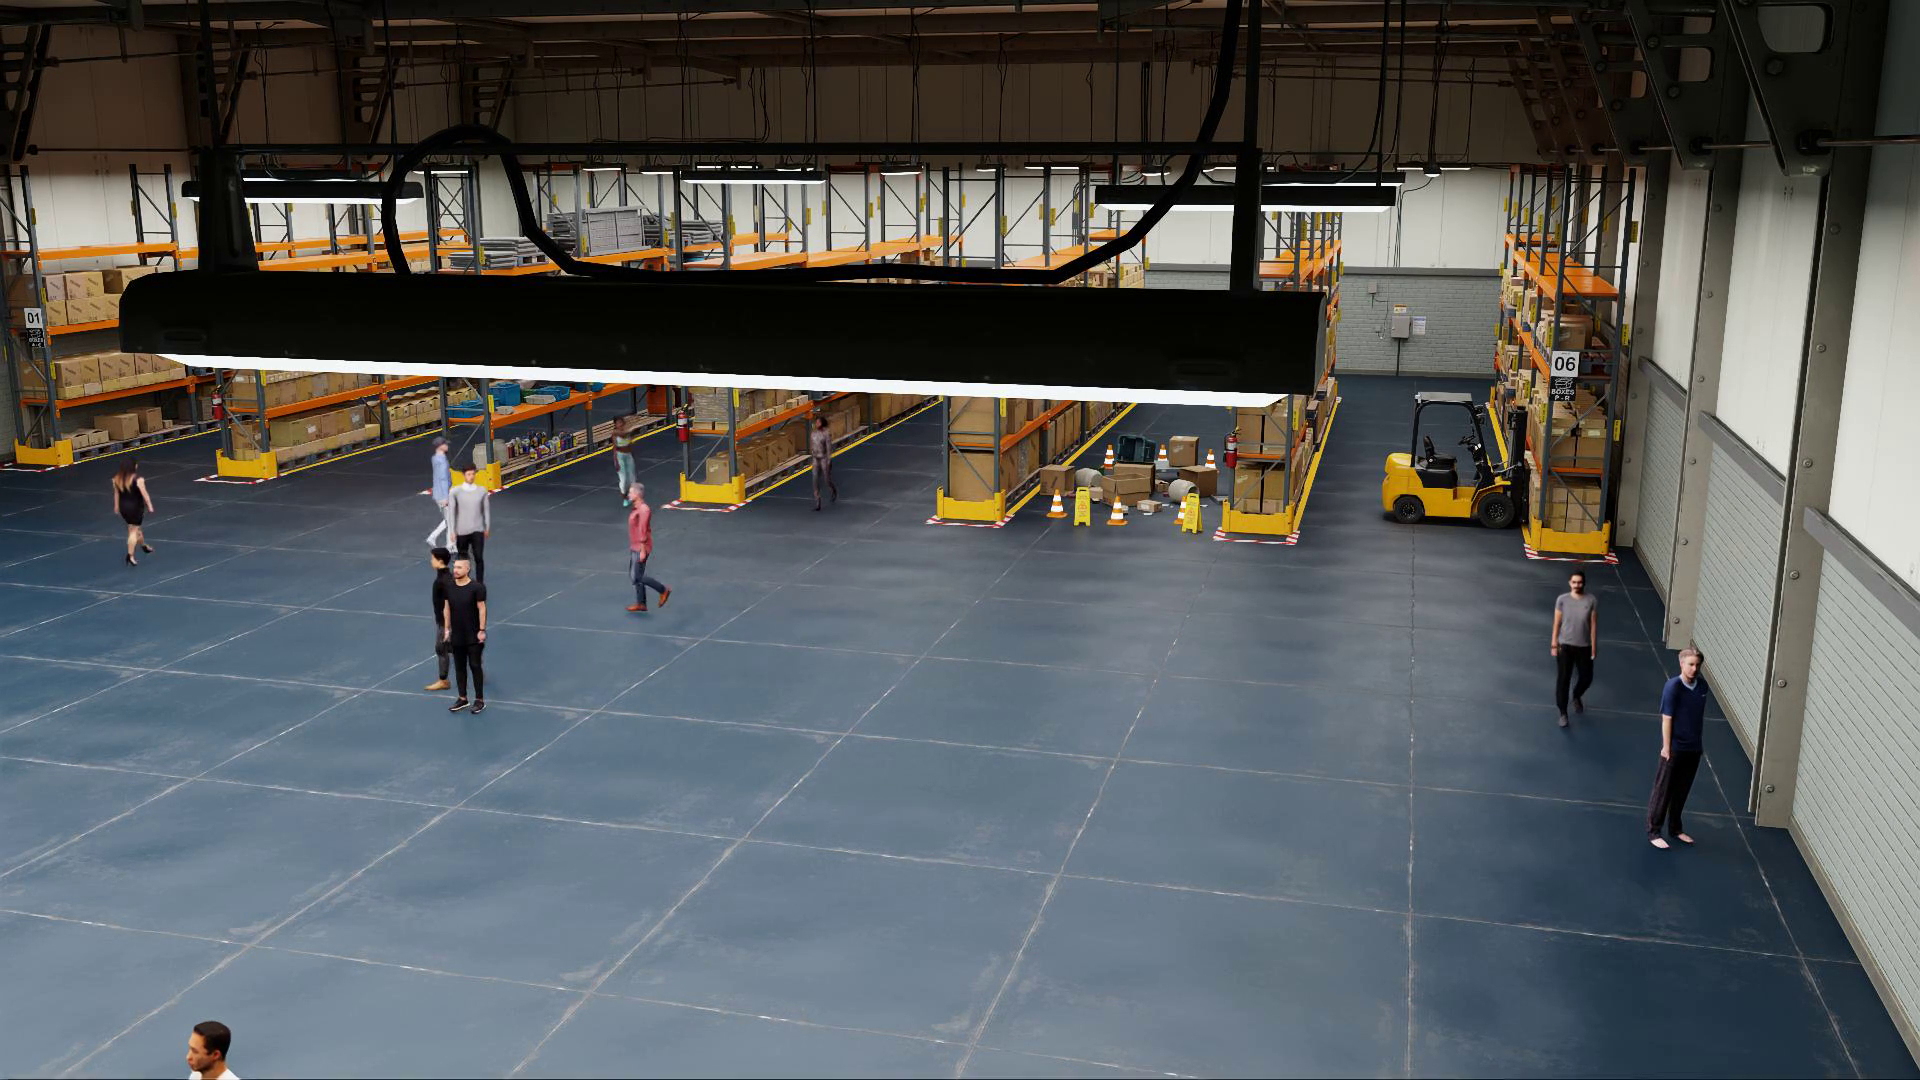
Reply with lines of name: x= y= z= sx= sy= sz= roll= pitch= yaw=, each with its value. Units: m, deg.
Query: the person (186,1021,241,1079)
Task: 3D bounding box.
person: x=-3.894 y=3.381 z=8.844 sx=0.714 sy=1.803 sz=0.676 roll=10 pitch=16 yaw=37

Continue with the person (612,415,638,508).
person: x=-6.009 y=-1.413 z=29.803 sx=0.850 sy=1.688 sz=0.753 roll=10 pitch=17 yaw=38

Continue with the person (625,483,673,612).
person: x=-4.317 y=0.115 z=22.924 sx=0.997 sy=1.814 sz=0.960 roll=-4 pitch=14 yaw=-18

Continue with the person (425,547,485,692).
person: x=-6.001 y=0.928 z=19.647 sx=0.999 sy=1.707 sz=0.993 roll=-5 pitch=14 yaw=-19

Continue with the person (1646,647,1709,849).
person: x=6.576 y=1.873 z=15.205 sx=0.745 sy=1.870 sz=0.765 roll=-5 pitch=14 yaw=-21

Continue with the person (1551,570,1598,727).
person: x=6.839 y=1.170 z=18.522 sx=0.635 sy=1.745 sz=0.807 roll=3 pitch=13 yaw=13

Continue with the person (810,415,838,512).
person: x=-2.430 y=-1.378 z=29.651 sx=0.671 sy=1.687 sz=1.110 roll=5 pitch=14 yaw=22

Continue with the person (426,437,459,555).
person: x=-8.226 y=-0.695 z=26.270 sx=0.967 sy=1.882 sz=0.902 roll=-8 pitch=15 yaw=-32

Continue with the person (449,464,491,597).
person: x=-7.053 y=-0.152 z=23.870 sx=1.108 sy=1.908 sz=1.203 roll=-6 pitch=14 yaw=-24

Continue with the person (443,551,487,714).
person: x=-5.607 y=1.027 z=18.878 sx=0.682 sy=1.862 sz=0.569 roll=4 pitch=14 yaw=17

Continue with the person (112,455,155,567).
person: x=-12.742 y=-0.413 z=25.503 sx=0.712 sy=1.679 sz=1.035 roll=2 pitch=13 yaw=9
